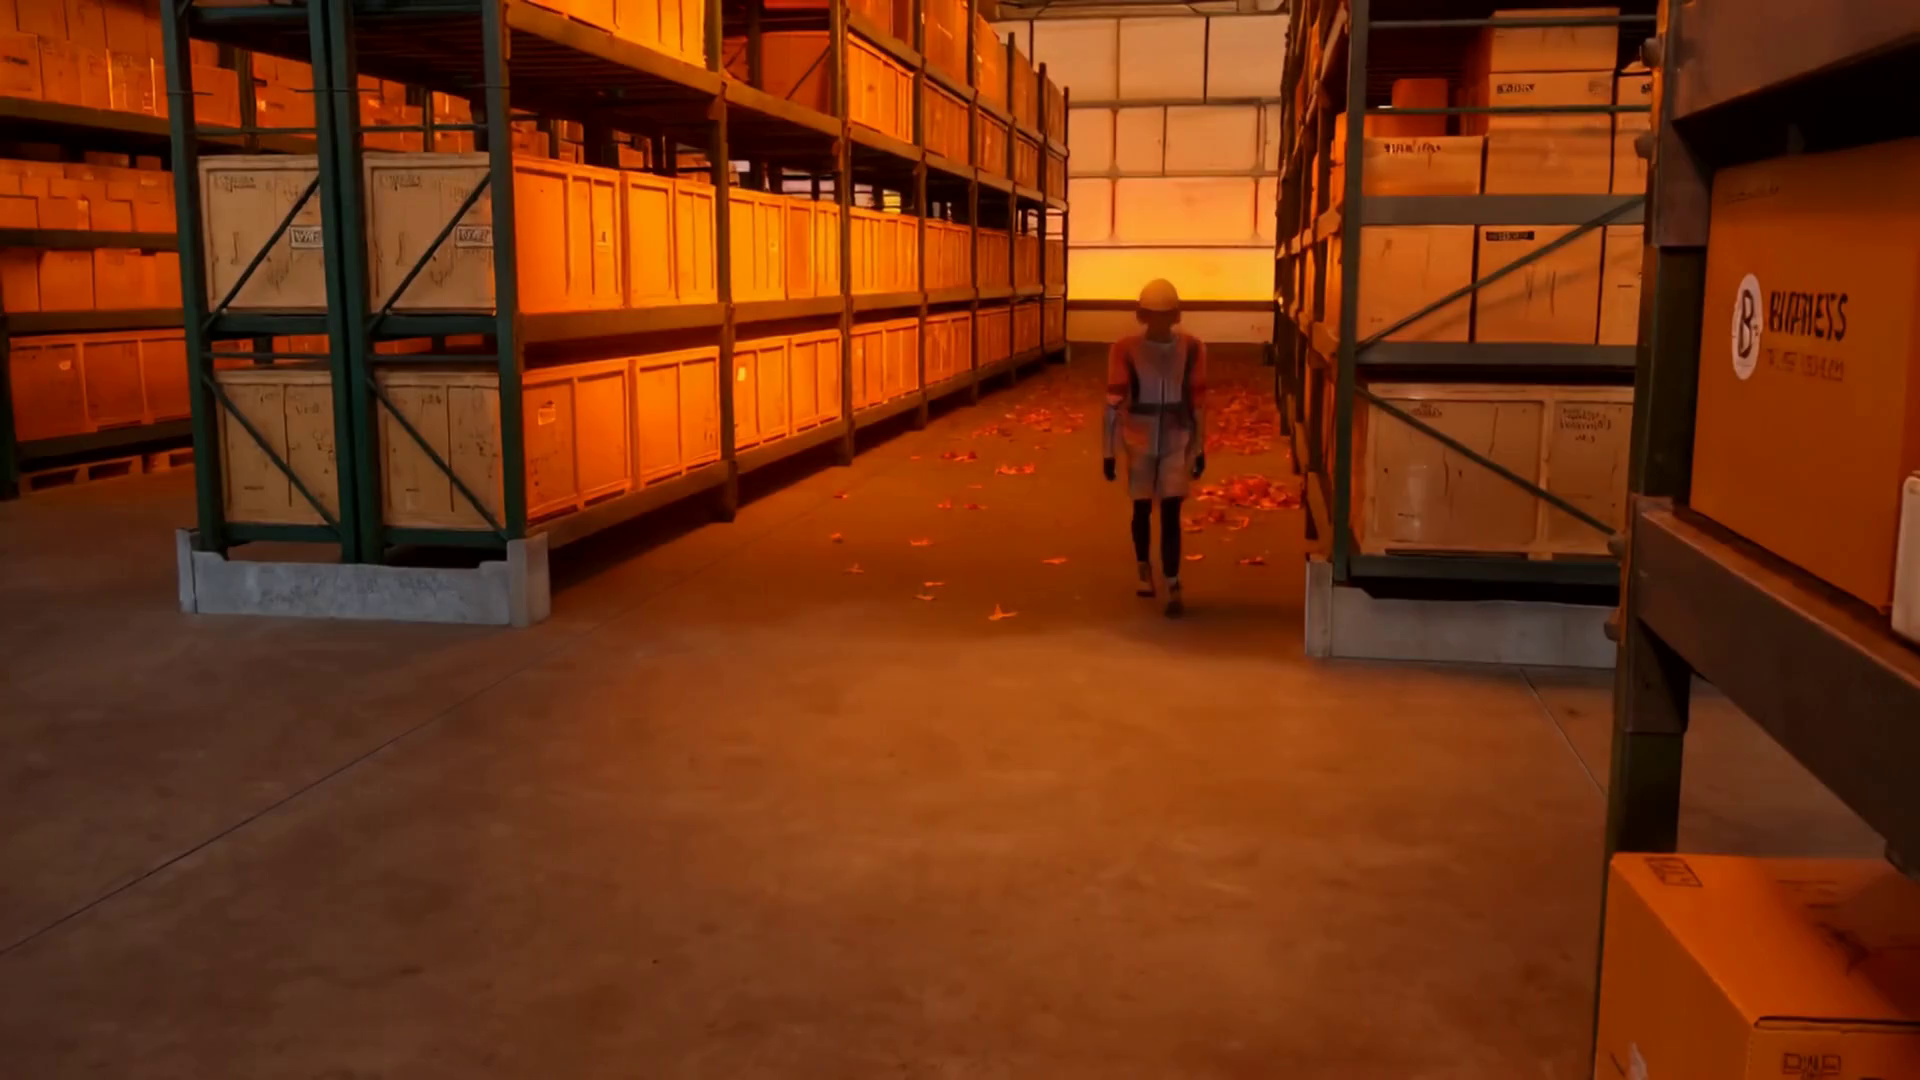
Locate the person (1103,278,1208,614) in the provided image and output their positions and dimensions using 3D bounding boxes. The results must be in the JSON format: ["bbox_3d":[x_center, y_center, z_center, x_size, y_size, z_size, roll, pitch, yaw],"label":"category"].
[{"bbox_3d":[1.175,-0.574,10.015,0.636,1.981,1.070,0,9,1],"label":"person"}]
